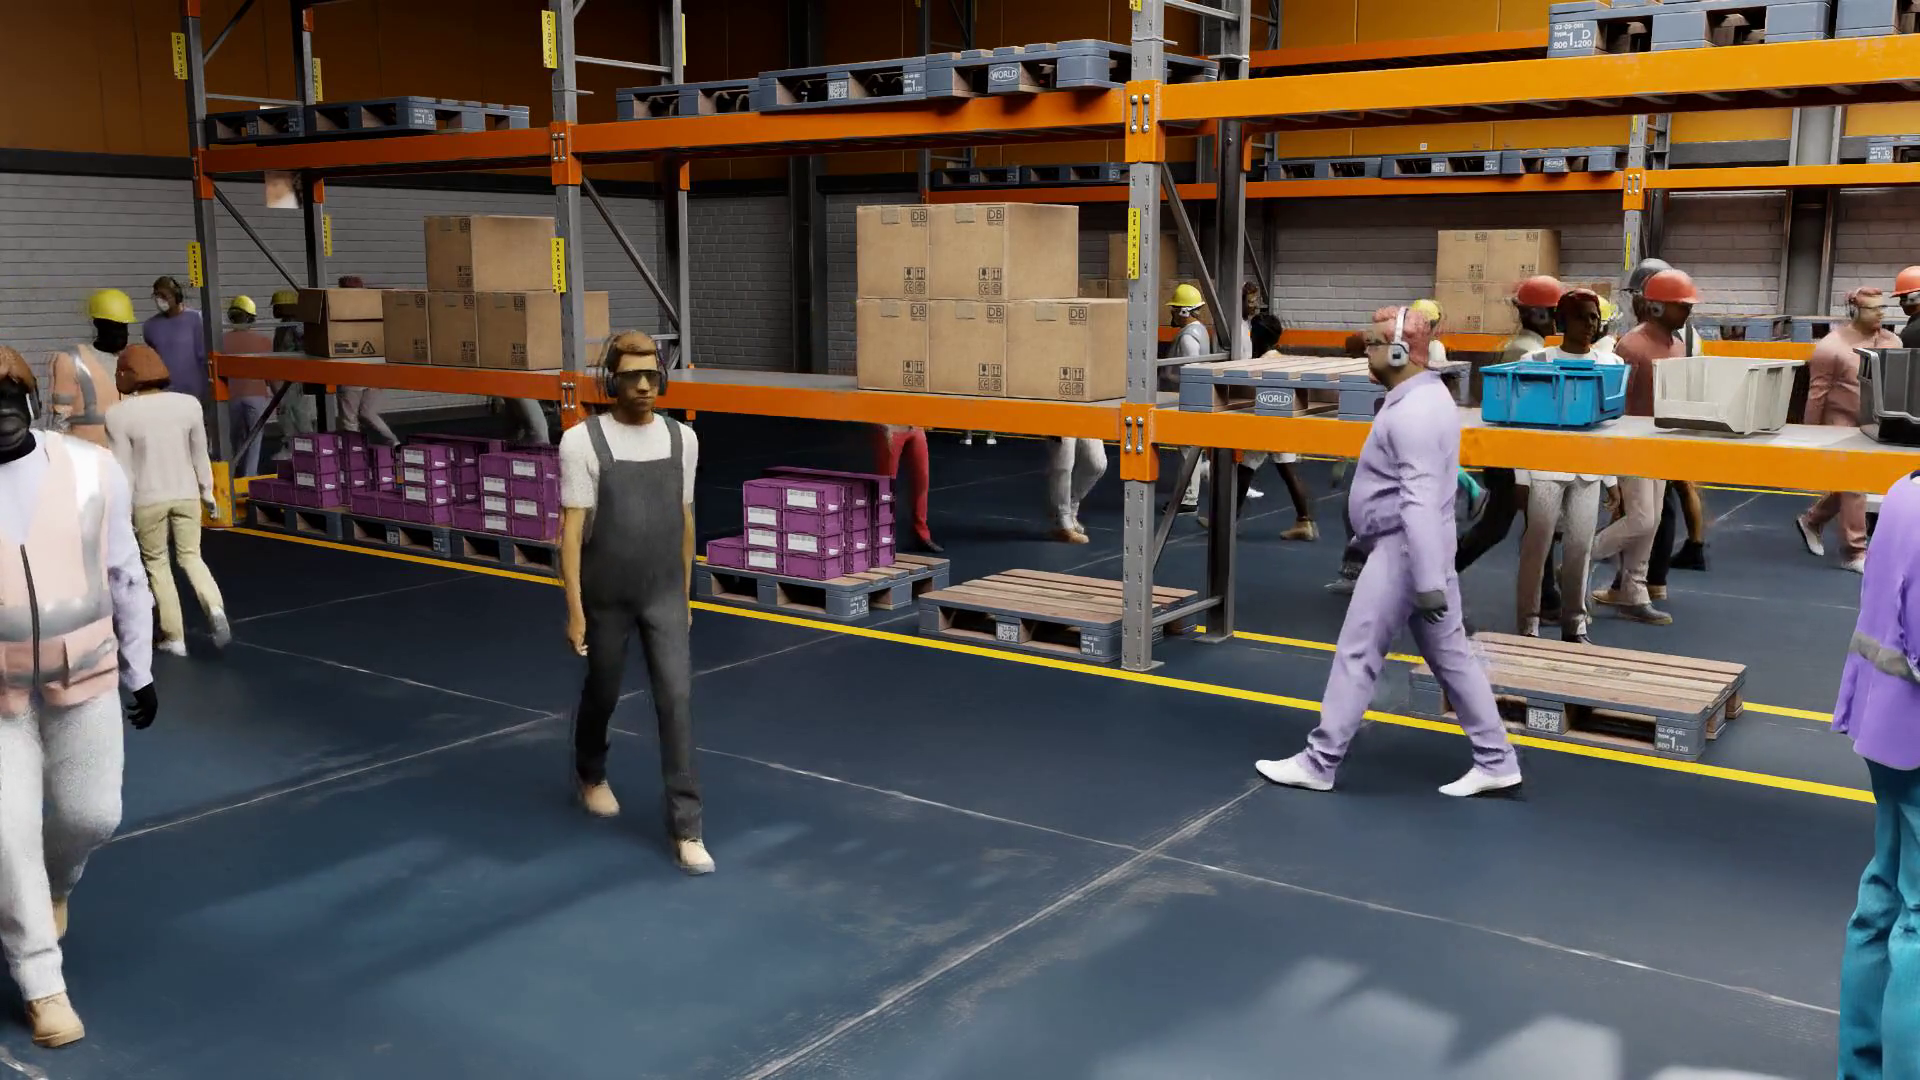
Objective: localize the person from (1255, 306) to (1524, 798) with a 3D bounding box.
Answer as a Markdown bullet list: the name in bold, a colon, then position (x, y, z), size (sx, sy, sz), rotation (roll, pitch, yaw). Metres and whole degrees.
- **person**: position (1.677, 0.064, 6.229), size (0.980, 1.867, 0.647), rotation (4, 10, 24)

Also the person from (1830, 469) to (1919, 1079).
- **person**: position (2.153, 0.498, 3.670), size (0.390, 1.840, 0.565), rotation (2, 10, 11)

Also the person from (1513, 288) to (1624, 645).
- **person**: position (3.077, -0.324, 8.433), size (0.575, 1.885, 0.355), rotation (-1, 10, -7)

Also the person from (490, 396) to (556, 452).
- **person**: position (-3.710, -1.230, 13.823), size (1.027, 1.893, 0.639), rotation (2, 10, 12)

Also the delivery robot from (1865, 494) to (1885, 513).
- **delivery robot**: position (6.928, -0.327, 12.125), size (0.477, 0.478, 0.707), rotation (-8, 12, -38)

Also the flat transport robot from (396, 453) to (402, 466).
- **flat transport robot**: position (-5.154, -0.639, 15.103), size (0.652, 0.197, 1.431), rotation (-3, 10, -18)

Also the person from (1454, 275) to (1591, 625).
- **person**: position (2.977, -0.471, 9.153), size (0.972, 1.956, 0.622), rotation (2, 10, 14)

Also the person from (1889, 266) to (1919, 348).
- **person**: position (6.378, -0.832, 11.158), size (0.611, 1.985, 0.393), rotation (-9, 13, -41)

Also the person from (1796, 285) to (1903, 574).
- **person**: position (5.869, -0.746, 10.988), size (0.630, 1.877, 0.897), rotation (-3, 10, -17)

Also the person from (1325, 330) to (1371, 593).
- **person**: position (2.377, -0.431, 9.860), size (0.619, 1.603, 0.525), rotation (5, 11, 27)

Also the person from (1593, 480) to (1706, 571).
- **person**: position (4.549, -0.768, 11.018), size (0.947, 1.897, 0.575), rotation (8, 12, 40)

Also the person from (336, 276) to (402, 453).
- **person**: position (-5.730, -1.567, 15.844), size (0.614, 1.887, 0.664), rotation (3, 10, 16)

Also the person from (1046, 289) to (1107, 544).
- **person**: position (0.791, -0.876, 11.888), size (0.447, 1.827, 0.639), rotation (8, 12, 40)

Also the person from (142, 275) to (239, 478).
- **person**: position (-6.243, -1.183, 13.474), size (0.641, 1.914, 0.817), rotation (1, 10, 8)

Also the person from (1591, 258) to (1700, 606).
- **person**: position (3.984, -0.629, 9.786), size (0.680, 2.000, 0.537), rotation (-9, 13, -43)

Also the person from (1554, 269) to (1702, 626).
- **person**: position (3.759, -0.506, 9.235), size (0.637, 1.978, 0.589), rotation (-9, 13, -42)

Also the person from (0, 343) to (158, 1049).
- **person**: position (-2.512, 0.376, 4.449), size (0.636, 1.825, 0.718), rotation (-8, 12, -39)

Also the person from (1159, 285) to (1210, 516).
- **person**: position (1.787, -1.107, 13.247), size (0.403, 1.835, 0.588), rotation (2, 10, 13)

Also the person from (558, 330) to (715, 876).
- **person**: position (-1.139, 0.173, 5.751), size (0.520, 1.806, 0.975), rotation (-5, 11, -27)

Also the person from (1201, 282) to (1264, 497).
- **person**: position (2.357, -1.273, 14.200), size (0.460, 1.845, 0.546), rotation (2, 10, 13)

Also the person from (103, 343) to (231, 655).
- **person**: position (-3.990, -0.186, 8.389), size (0.510, 1.612, 0.527), rotation (9, 13, 43)

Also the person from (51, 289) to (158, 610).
- **person**: position (-5.062, -0.547, 9.827), size (1.015, 1.871, 0.598), rotation (5, 11, 28)

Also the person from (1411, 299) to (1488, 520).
- **person**: position (3.689, -0.996, 12.899), size (0.810, 1.737, 0.530), rotation (-1, 10, -6)

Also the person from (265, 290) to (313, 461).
- **person**: position (-6.870, -1.662, 16.886), size (0.659, 1.720, 0.489), rotation (-8, 12, -40)

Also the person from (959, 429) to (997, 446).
- **person**: position (0.191, -1.988, 18.219), size (0.592, 1.926, 0.366), rotation (-1, 10, -6)

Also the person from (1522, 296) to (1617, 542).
- **person**: position (4.585, -0.849, 11.883), size (0.920, 1.789, 0.591), rotation (3, 10, 18)

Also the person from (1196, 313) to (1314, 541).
- **person**: position (2.197, -0.818, 12.068), size (0.883, 1.642, 0.548), rotation (6, 11, 32)

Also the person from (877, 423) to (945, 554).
- **person**: position (-0.464, -0.781, 11.577), size (0.727, 1.740, 0.530), rotation (8, 13, 41)

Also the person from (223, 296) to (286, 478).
- **person**: position (-6.043, -1.207, 14.183), size (0.558, 1.717, 0.894), rotation (0, 10, 1)

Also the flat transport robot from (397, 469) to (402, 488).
- **flat transport robot**: position (-4.570, -0.491, 14.221), size (1.431, 0.197, 0.652), rotation (-3, 10, -18)
